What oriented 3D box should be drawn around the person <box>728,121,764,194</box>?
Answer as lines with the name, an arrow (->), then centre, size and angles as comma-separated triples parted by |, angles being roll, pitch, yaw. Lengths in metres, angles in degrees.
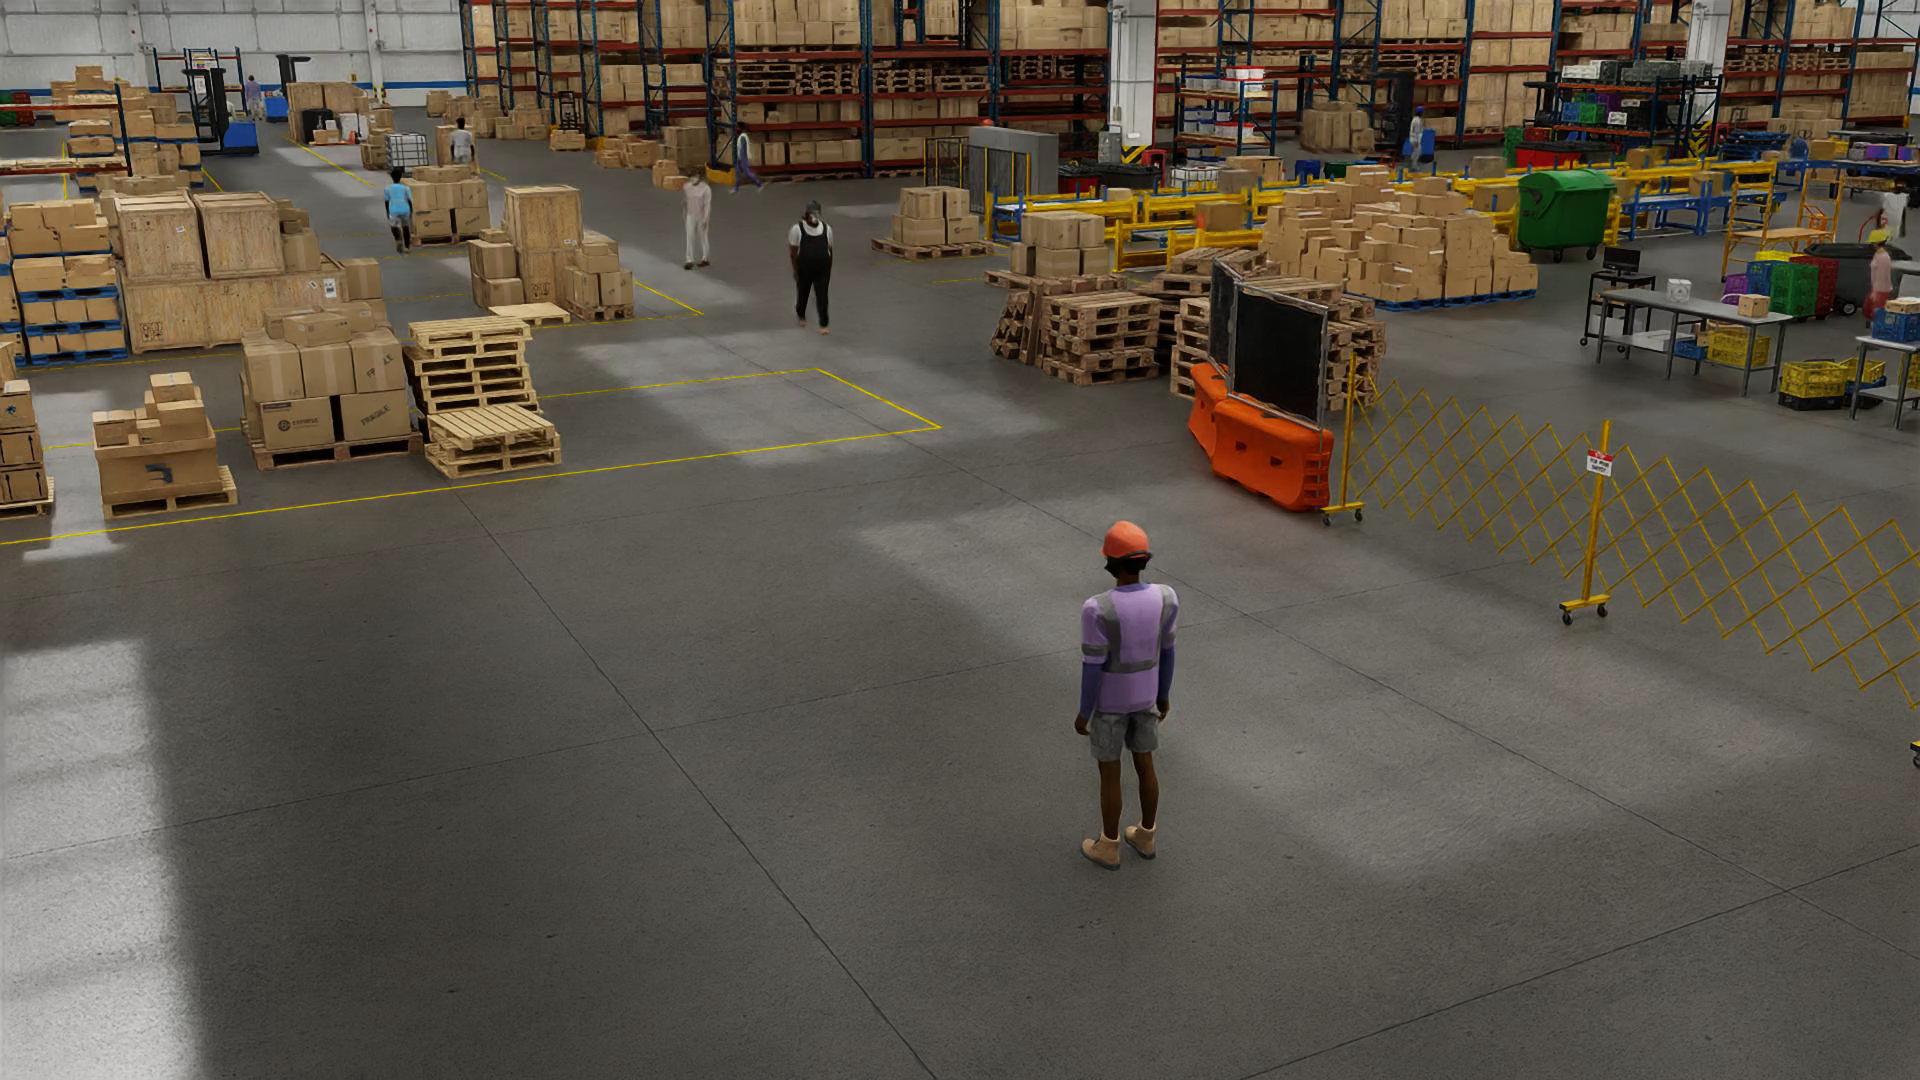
person -> -5.689, -10.105, 43.929 | 0.866, 1.893, 0.591 | -5, 19, -16

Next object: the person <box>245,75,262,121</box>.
person -> -30.634, -19.178, 72.143 | 0.637, 1.936, 0.355 | -9, 20, -26

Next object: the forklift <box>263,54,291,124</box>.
forklift -> -28.533, -19.116, 70.431 | 1.873, 2.768, 1.129 | -9, 20, -26

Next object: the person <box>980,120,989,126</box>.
person -> 0.742, -10.074, 43.814 | 0.606, 1.897, 0.633 | 16, 24, 41

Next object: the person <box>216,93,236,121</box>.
person -> -25.072, -14.298, 56.839 | 0.625, 1.990, 0.395 | -9, 20, -26

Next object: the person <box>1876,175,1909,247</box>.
person -> 16.946, -5.683, 30.211 | 0.517, 1.858, 0.402 | -3, 18, -10

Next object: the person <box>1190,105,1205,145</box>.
person -> 7.924, -13.515, 54.946 | 0.915, 1.639, 0.538 | 13, 22, 35

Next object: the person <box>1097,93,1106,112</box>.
person -> 5.951, -17.729, 67.738 | 0.645, 1.877, 0.782 | -9, 20, -26

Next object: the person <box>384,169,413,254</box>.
person -> -11.135, -6.514, 33.068 | 0.538, 1.687, 0.471 | -8, 19, -22

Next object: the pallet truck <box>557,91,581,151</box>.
pallet truck -> -13.495, -14.412, 57.188 | 0.823, 1.965, 1.885 | -3, 18, -9

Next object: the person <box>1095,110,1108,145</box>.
person -> 4.751, -13.673, 55.435 | 0.633, 1.664, 0.539 | 1, 18, 4

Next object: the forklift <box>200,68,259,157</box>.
forklift -> -24.369, -14.147, 54.940 | 1.873, 2.768, 1.129 | -9, 20, -26

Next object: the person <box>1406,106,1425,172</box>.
person -> 13.612, -11.928, 49.537 | 0.439, 1.936, 0.640 | 1, 18, 5

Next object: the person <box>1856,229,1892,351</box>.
person -> 13.106, -3.566, 23.775 | 0.484, 1.740, 0.535 | 5, 18, 14

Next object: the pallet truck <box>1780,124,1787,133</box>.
pallet truck -> 25.206, -12.542, 52.601 | 1.601, 1.201, 0.680 | 0, 18, -2

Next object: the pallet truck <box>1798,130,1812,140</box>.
pallet truck -> 25.526, -11.556, 49.408 | 1.630, 1.274, 0.653 | -9, 20, -26

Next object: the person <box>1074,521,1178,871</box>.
person -> 0.919, 0.879, 9.445 | 0.616, 2.039, 0.387 | -9, 20, -26

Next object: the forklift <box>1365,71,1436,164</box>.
forklift -> 13.921, -13.275, 52.220 | 1.873, 2.768, 1.129 | -2, 18, -5

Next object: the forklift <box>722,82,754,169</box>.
forklift -> -6.131, -12.484, 49.755 | 1.873, 2.768, 1.129 | -9, 20, -26

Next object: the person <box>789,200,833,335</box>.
person -> -2.253, -4.177, 25.209 | 0.676, 2.000, 0.876 | -5, 18, -14

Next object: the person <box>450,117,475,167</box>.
person -> -13.375, -10.358, 44.663 | 0.610, 1.938, 0.805 | -1, 18, -2

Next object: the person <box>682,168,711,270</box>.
person -> -4.958, -6.026, 31.223 | 0.655, 1.883, 0.944 | 6, 19, 17

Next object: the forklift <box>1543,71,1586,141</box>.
forklift -> 18.685, -13.231, 52.085 | 1.873, 2.768, 1.129 | -9, 20, -26
